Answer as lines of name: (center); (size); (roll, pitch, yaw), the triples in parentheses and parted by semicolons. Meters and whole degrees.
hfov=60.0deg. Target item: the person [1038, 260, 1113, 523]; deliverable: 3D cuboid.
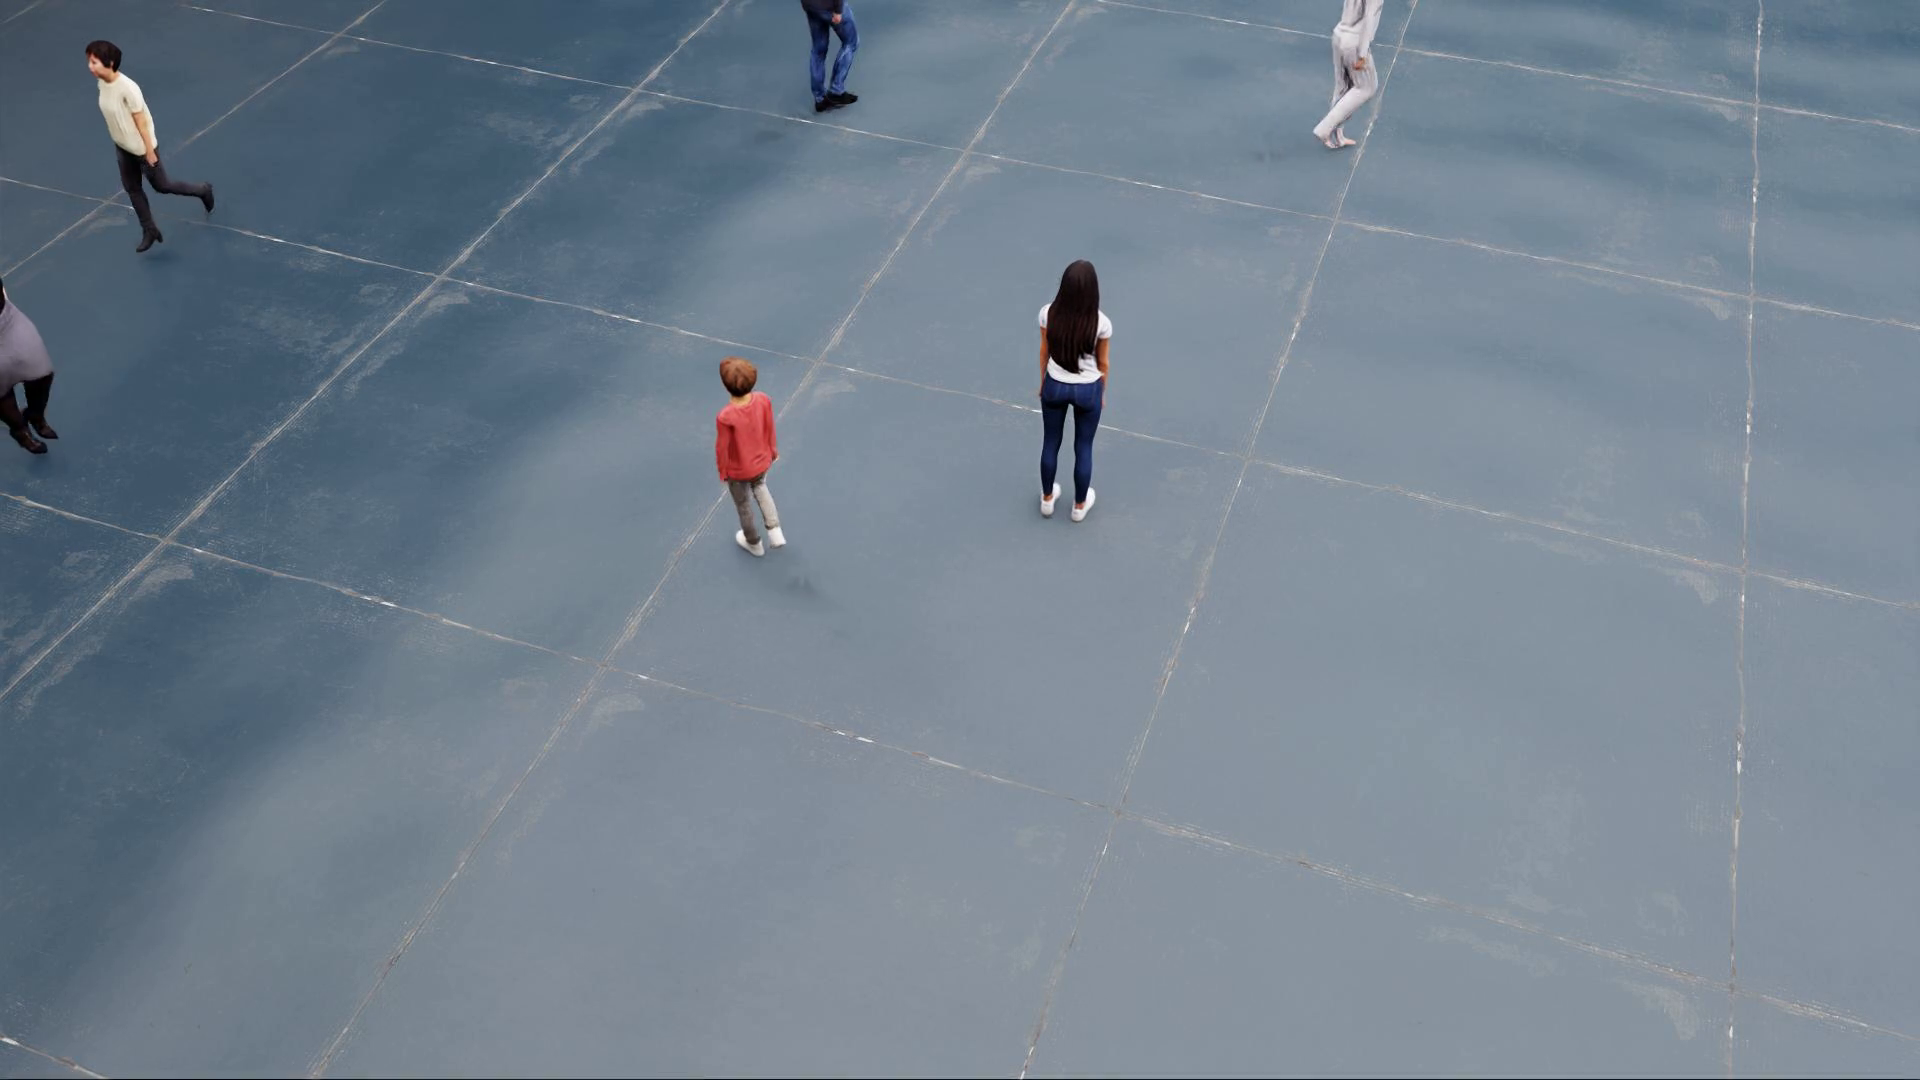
person: (0.647, -0.848, 9.680); (0.445, 1.774, 0.643); (12, 44, 12)

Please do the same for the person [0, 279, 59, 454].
person: (-5.973, -1.233, 10.114); (0.614, 1.744, 0.668); (16, 45, 16)

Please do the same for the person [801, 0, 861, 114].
person: (-1.154, -4.289, 13.292); (0.713, 1.873, 0.830); (33, 52, 30)

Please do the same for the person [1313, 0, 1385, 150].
person: (2.972, -3.829, 12.881); (0.852, 1.763, 0.782); (-10, 44, -10)

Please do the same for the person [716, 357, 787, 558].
person: (-1.171, -0.425, 9.491); (0.661, 1.413, 0.730); (-31, 51, -29)

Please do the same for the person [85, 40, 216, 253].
person: (-5.862, -2.855, 11.984); (0.947, 1.563, 0.792); (24, 48, 24)
